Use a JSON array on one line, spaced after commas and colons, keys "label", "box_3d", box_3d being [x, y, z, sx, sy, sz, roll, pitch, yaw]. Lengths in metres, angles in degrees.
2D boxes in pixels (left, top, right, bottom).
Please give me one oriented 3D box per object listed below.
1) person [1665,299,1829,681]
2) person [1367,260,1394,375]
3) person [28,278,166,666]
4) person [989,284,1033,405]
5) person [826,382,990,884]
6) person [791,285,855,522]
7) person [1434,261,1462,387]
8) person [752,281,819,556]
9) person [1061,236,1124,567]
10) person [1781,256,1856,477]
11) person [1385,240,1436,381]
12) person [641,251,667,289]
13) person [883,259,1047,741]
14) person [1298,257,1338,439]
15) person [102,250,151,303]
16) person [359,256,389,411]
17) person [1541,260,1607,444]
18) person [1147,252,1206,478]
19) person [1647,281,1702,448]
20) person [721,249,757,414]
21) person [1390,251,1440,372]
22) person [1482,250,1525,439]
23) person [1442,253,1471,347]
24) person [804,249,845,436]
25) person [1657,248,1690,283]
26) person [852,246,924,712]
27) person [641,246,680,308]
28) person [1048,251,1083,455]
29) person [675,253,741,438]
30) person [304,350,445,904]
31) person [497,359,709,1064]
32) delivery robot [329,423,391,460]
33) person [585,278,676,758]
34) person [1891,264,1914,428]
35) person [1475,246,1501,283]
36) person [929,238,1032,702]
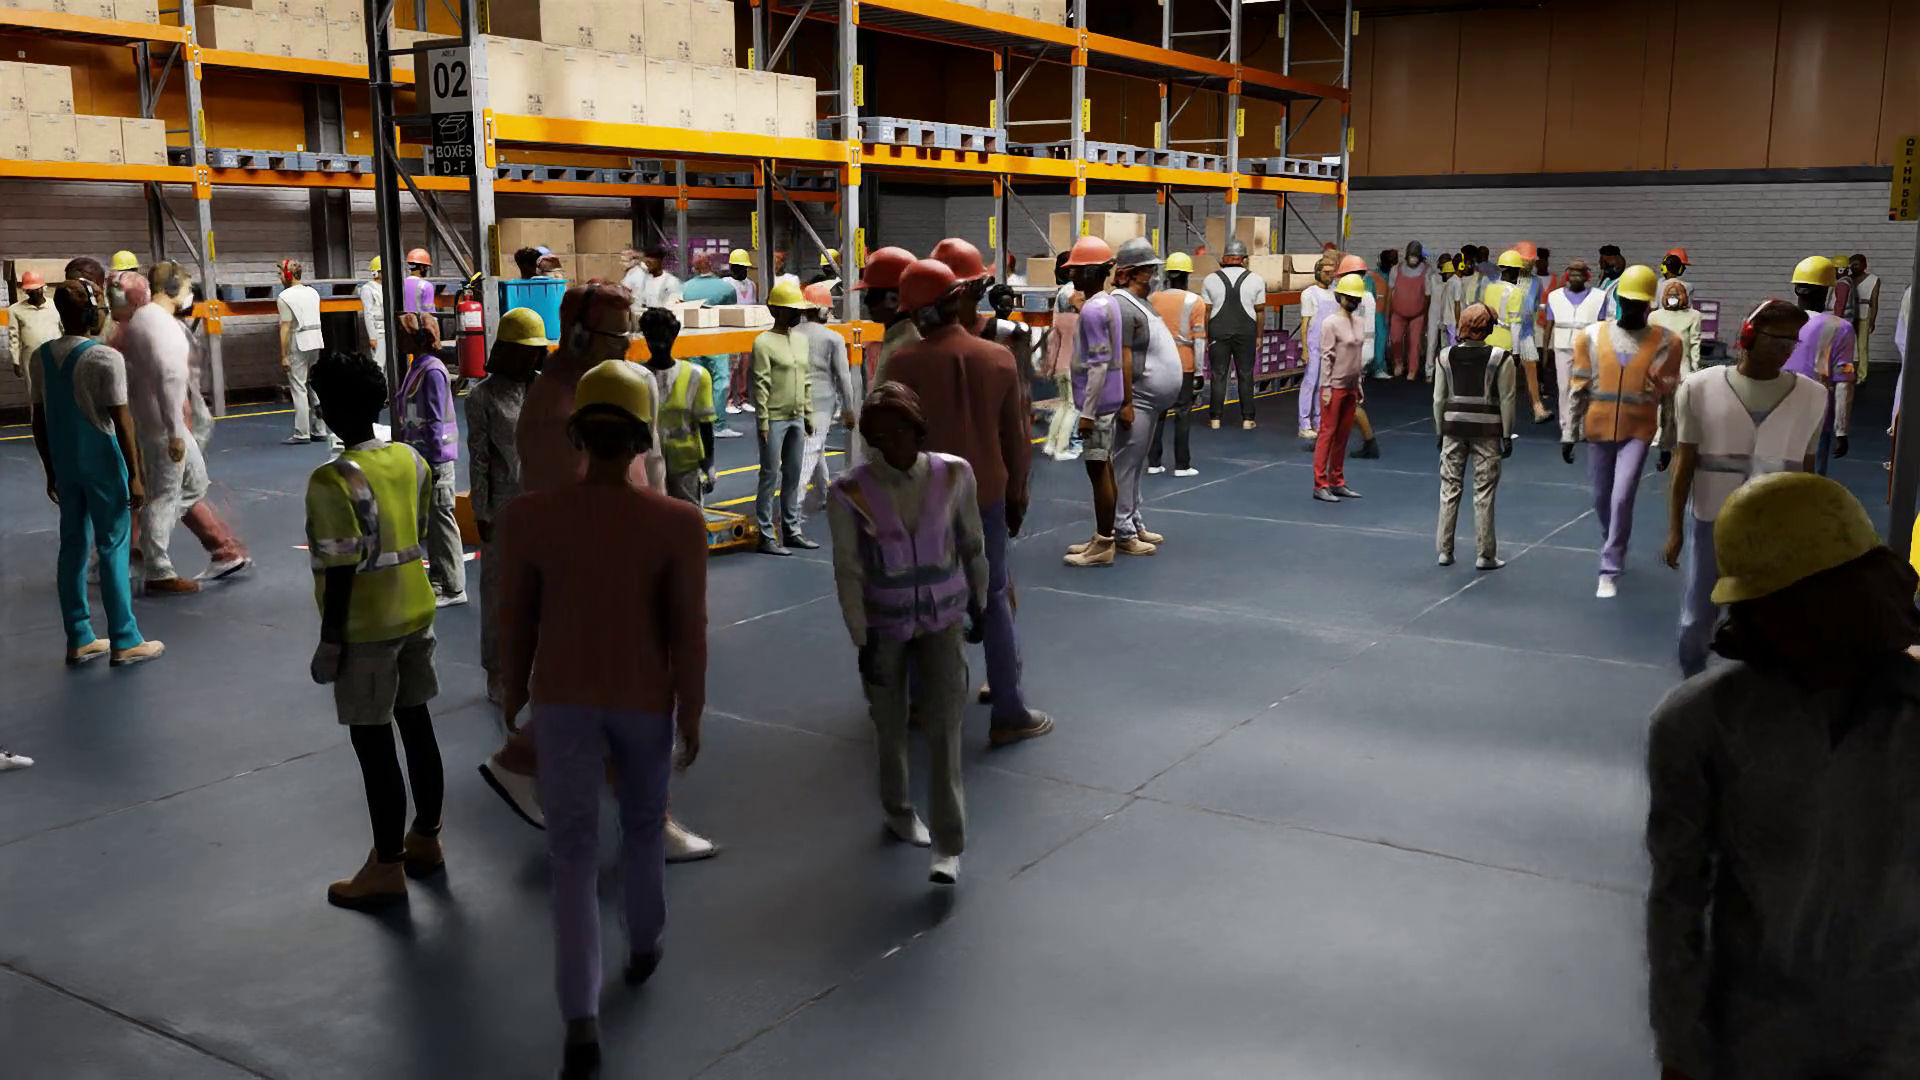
[{"label": "person", "box_3d": [3.132, -0.068, 6.701, 0.571, 1.802, 0.871, 3, 11, 15]}, {"label": "person", "box_3d": [6.387, -3.379, 25.139, 0.327, 1.760, 0.523, -4, 11, -21]}, {"label": "person", "box_3d": [-4.132, -0.316, 7.922, 0.515, 1.844, 0.329, 2, 10, 13]}, {"label": "person", "box_3d": [0.319, -1.151, 12.987, 0.531, 1.688, 0.325, -4, 11, -21]}, {"label": "person", "box_3d": [-0.145, 0.293, 5.257, 0.537, 1.580, 0.857, -2, 10, -11]}, {"label": "person", "box_3d": [-1.069, -1.000, 12.118, 0.579, 1.705, 0.920, 6, 12, 32]}, {"label": "person", "box_3d": [6.684, -2.929, 22.717, 0.336, 1.735, 0.487, -2, 10, -13]}, {"label": "person", "box_3d": [-1.125, -0.780, 10.738, 0.341, 1.760, 0.525, 7, 12, 33]}, {"label": "person", "box_3d": [0.814, -0.846, 10.311, 0.396, 2.044, 0.609, 2, 10, 12]}, {"label": "person", "box_3d": [4.971, -0.705, 9.850, 0.366, 1.926, 0.592, -9, 14, -42]}, {"label": "person", "box_3d": [6.464, -3.296, 23.895, 0.722, 2.000, 0.543, 4, 11, 22]}, {"label": "person", "box_3d": [-3.910, -2.788, 21.423, 0.449, 1.925, 0.631, -8, 13, -37]}, {"label": "person", "box_3d": [-0.015, -0.166, 6.842, 0.672, 1.945, 0.690, -4, 11, -21]}, {"label": "person", "box_3d": [3.678, -1.952, 16.988, 0.516, 1.844, 0.329, -8, 13, -36]}, {"label": "person", "box_3d": [-8.448, -1.993, 17.033, 0.587, 1.918, 0.400, -2, 10, -11]}, {"label": "person", "box_3d": [-6.869, -2.463, 19.853, 0.404, 1.833, 0.589, 3, 11, 14]}, {"label": "person", "box_3d": [6.092, -1.854, 16.496, 0.618, 1.818, 0.456, 5, 11, 24]}, {"label": "person", "box_3d": [1.852, -1.501, 14.289, 0.588, 1.920, 0.396, 8, 13, 36]}, {"label": "person", "box_3d": [6.961, -1.710, 16.279, 0.508, 1.624, 0.285, 5, 11, 24]}, {"label": "person", "box_3d": [-2.586, -2.431, 19.458, 0.393, 1.919, 0.582, 10, 14, 43]}, {"label": "person", "box_3d": [7.083, -3.520, 25.488, 0.878, 1.922, 0.595, 7, 12, 32]}, {"label": "person", "box_3d": [5.557, -1.994, 17.036, 0.407, 1.918, 0.583, -3, 11, -18]}, {"label": "person", "box_3d": [6.331, -2.726, 21.241, 0.326, 1.861, 0.514, 1, 10, 7]}, {"label": "person", "box_3d": [-1.324, -2.036, 17.226, 0.587, 1.928, 0.363, -2, 10, -11]}, {"label": "person", "box_3d": [8.231, -2.414, 19.326, 0.387, 1.929, 0.544, 3, 11, 14]}, {"label": "person", "box_3d": [-0.259, -0.247, 7.127, 0.396, 1.992, 0.622, -1, 10, -5]}, {"label": "person", "box_3d": [-3.715, -2.619, 20.391, 0.602, 1.943, 0.616, -10, 14, -43]}, {"label": "person", "box_3d": [1.035, -1.752, 15.676, 0.392, 1.920, 0.589, 3, 11, 16]}, {"label": "person", "box_3d": [-2.576, -1.977, 17.025, 0.692, 1.892, 0.428, 2, 10, 10]}, {"label": "person", "box_3d": [-1.799, 0.267, 5.106, 0.321, 1.695, 0.529, 2, 10, 12]}, {"label": "person", "box_3d": [-0.899, 0.414, 4.214, 0.551, 1.729, 0.869, -2, 10, -10]}, {"label": "delivery robot", "box_3d": [-5.046, -0.830, 14.088, 0.477, 0.478, 0.707, 1, 10, 4]}, {"label": "person", "box_3d": [-1.346, -0.053, 6.380, 0.575, 1.880, 0.359, 7, 12, 34]}, {"label": "person", "box_3d": [10.128, -2.066, 17.666, 0.357, 1.835, 0.516, 5, 11, 27]}, {"label": "person", "box_3d": [8.400, -3.760, 26.779, 0.625, 1.933, 0.375, -5, 11, -26]}, {"label": "person", "box_3d": [0.015, -0.300, 7.326, 0.619, 2.028, 0.409, 4, 11, 23]}]
